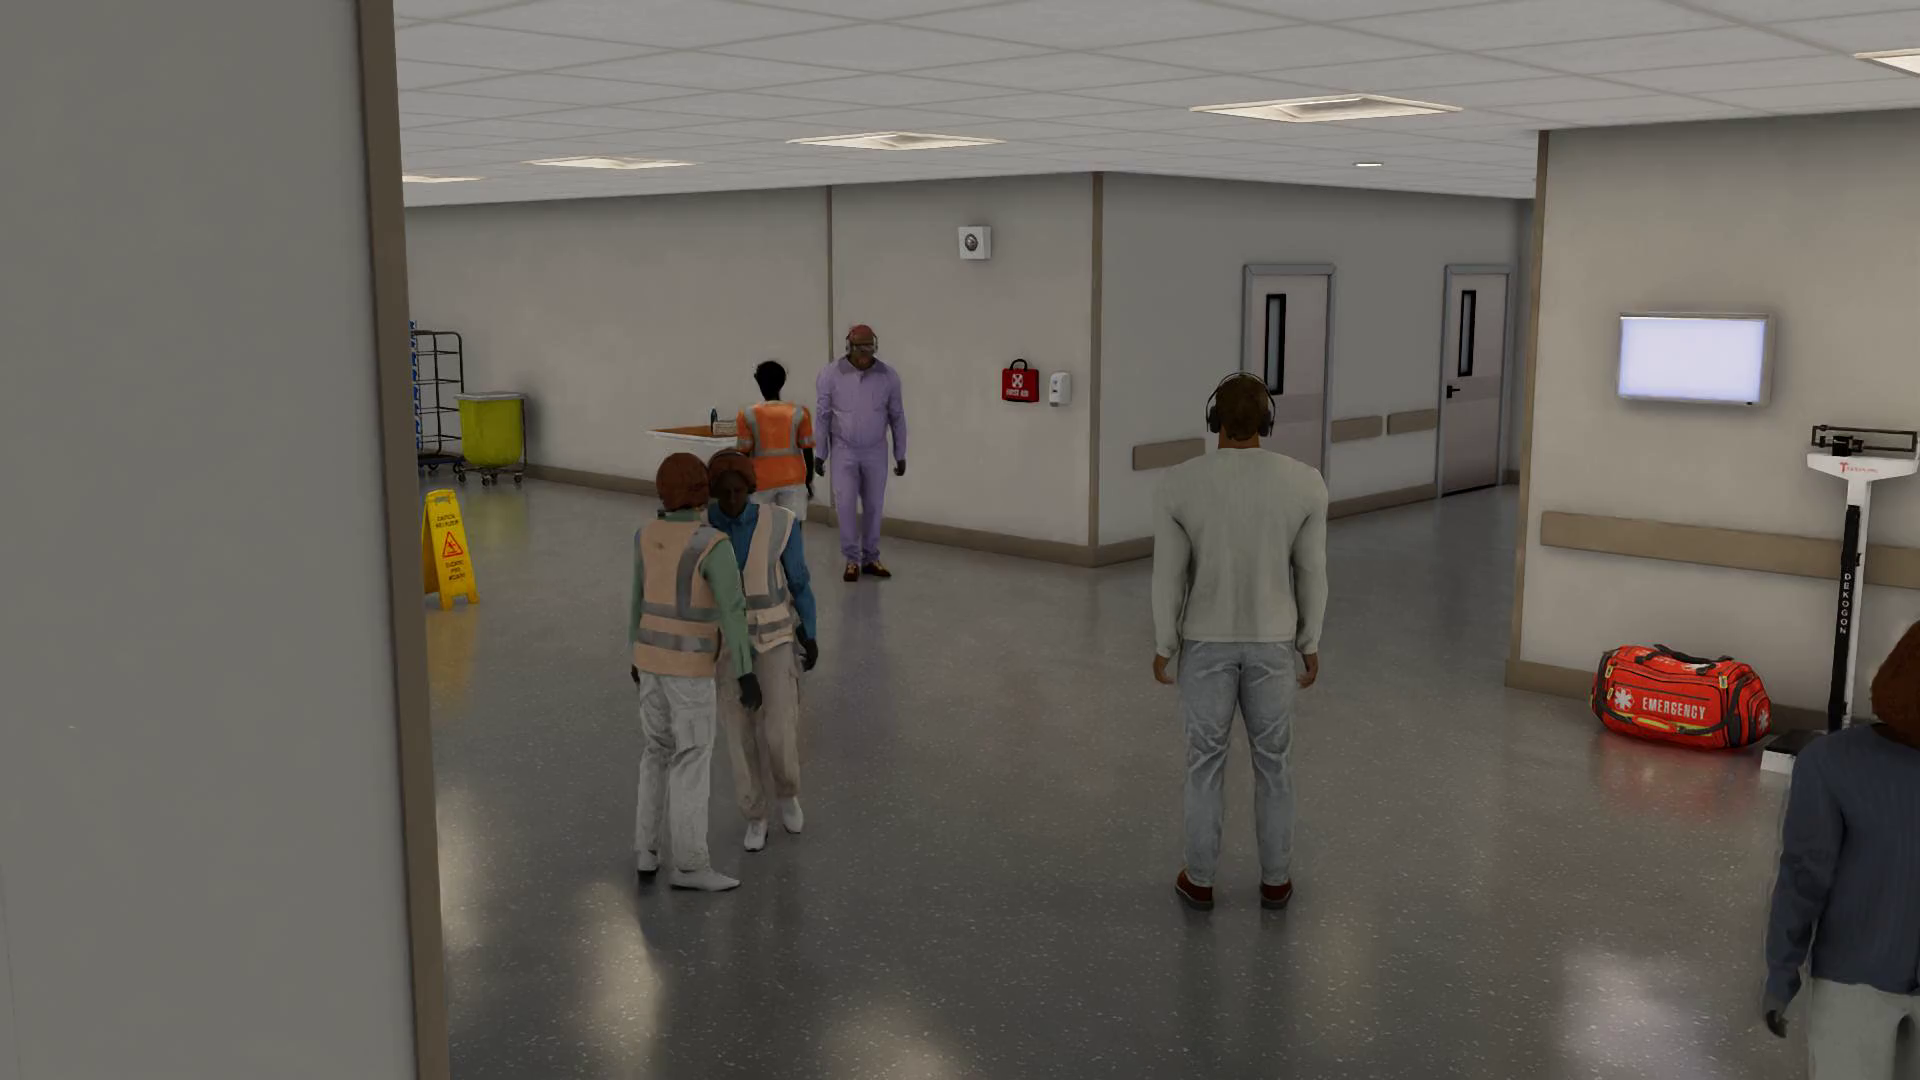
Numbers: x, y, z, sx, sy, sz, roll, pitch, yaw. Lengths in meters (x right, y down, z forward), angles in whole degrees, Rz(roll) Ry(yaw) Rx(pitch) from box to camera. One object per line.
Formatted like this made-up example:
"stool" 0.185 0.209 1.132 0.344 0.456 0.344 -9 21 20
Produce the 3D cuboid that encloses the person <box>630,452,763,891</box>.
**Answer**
"person" -1.005 0.495 6.171 0.660 1.626 0.346 9 13 43

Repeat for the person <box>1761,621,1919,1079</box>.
"person" 1.936 0.952 3.323 0.531 1.616 0.558 1 9 6

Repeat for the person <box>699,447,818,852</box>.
"person" -0.837 0.432 6.526 0.545 1.617 0.380 -1 9 -5

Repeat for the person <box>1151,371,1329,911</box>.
"person" 0.988 0.371 5.949 0.627 1.941 0.370 0 9 3

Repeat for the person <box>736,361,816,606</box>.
"person" -1.260 -0.378 11.450 0.562 1.684 0.695 -2 9 -10

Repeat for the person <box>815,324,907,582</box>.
"person" -0.723 -0.646 12.318 0.683 1.892 0.439 -2 10 -15
